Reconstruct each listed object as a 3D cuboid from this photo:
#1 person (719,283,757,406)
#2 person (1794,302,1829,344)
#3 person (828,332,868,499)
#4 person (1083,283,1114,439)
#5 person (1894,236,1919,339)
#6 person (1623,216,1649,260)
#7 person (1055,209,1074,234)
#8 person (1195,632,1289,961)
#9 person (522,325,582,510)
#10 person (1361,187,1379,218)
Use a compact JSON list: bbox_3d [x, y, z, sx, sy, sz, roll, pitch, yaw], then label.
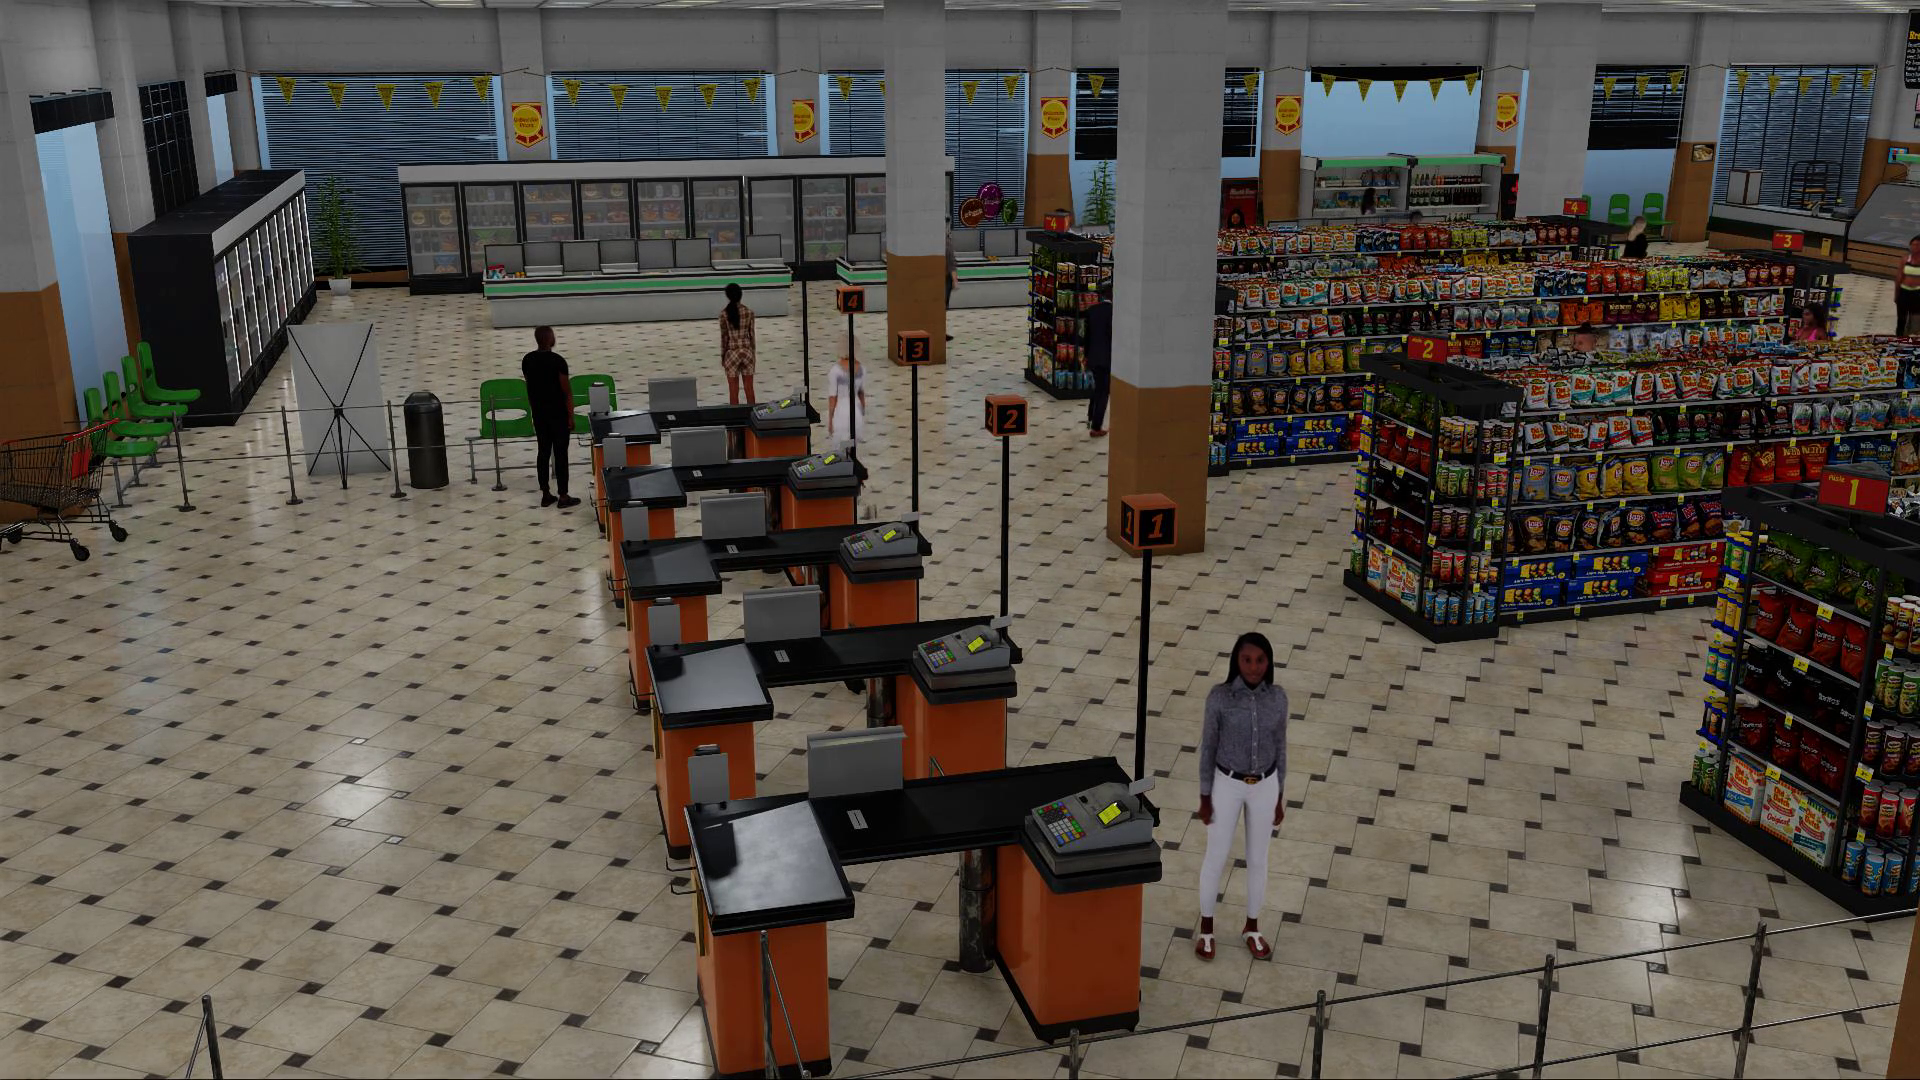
[{"bbox_3d":[-2.574,-2.098,19.383,0.486,1.793,0.641,-6,18,-18],"label":"person"},{"bbox_3d":[9.483,-1.788,18.497,0.690,1.714,0.615,-7,18,-22],"label":"person"},{"bbox_3d":[-1.079,-1.168,16.421,0.787,1.734,0.774,-11,20,-31],"label":"person"},{"bbox_3d":[1.632,-2.045,19.198,0.817,1.798,0.828,13,21,37],"label":"person"},{"bbox_3d":[13.866,-3.551,24.253,0.782,1.743,0.849,11,20,32],"label":"person"},{"bbox_3d":[11.038,-4.488,27.464,0.682,1.671,0.670,-2,17,-7],"label":"person"},{"bbox_3d":[1.648,-4.448,27.025,0.656,1.849,0.716,-11,20,-32],"label":"person"},{"bbox_3d":[1.424,1.278,8.382,0.533,1.724,0.699,0,17,-1],"label":"person"},{"bbox_3d":[-4.052,-1.222,16.452,0.710,1.820,0.812,6,18,20],"label":"person"},{"bbox_3d":[7.868,-5.975,32.357,1.101,1.673,0.653,-3,17,-10],"label":"person"}]
